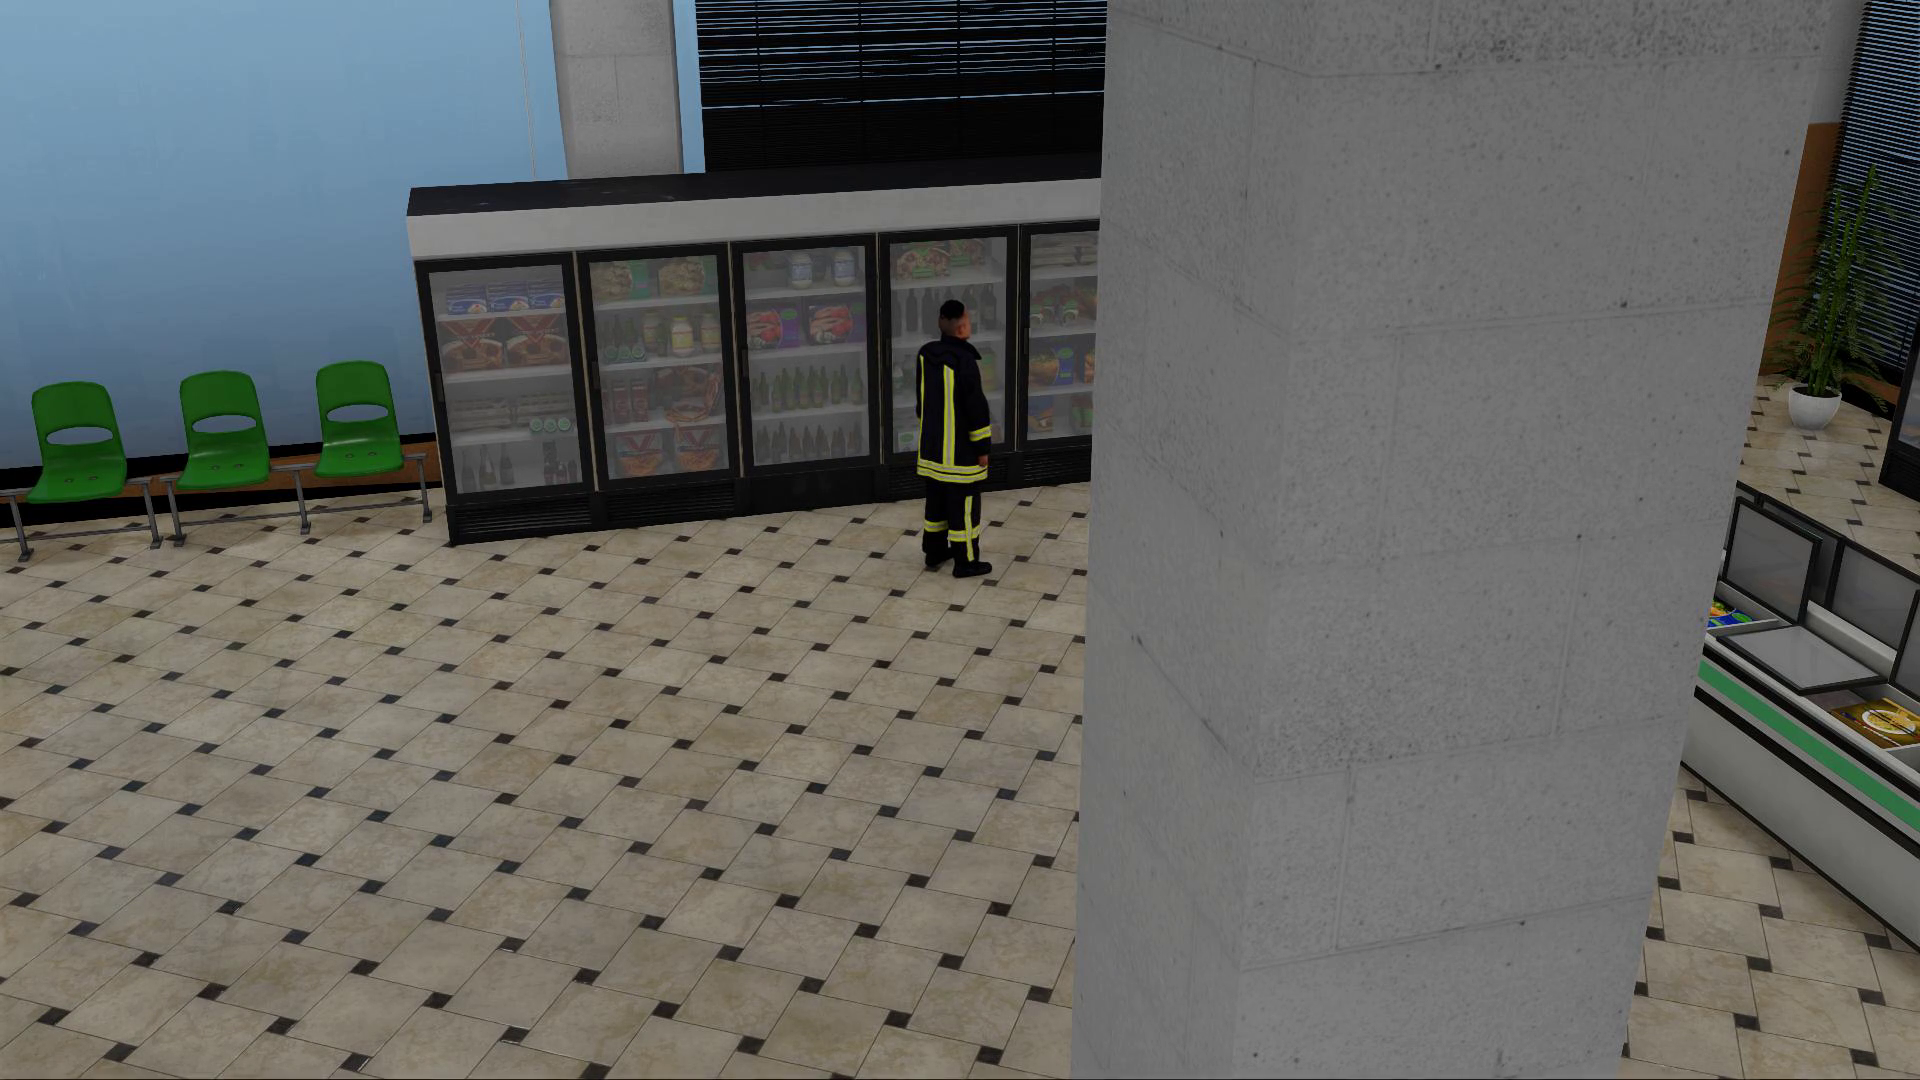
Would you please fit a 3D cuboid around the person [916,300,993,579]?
[{"bbox_3d":[-0.049,-0.676,10.825,0.935,1.862,0.813,-20,31,-38],"label":"person"}]
